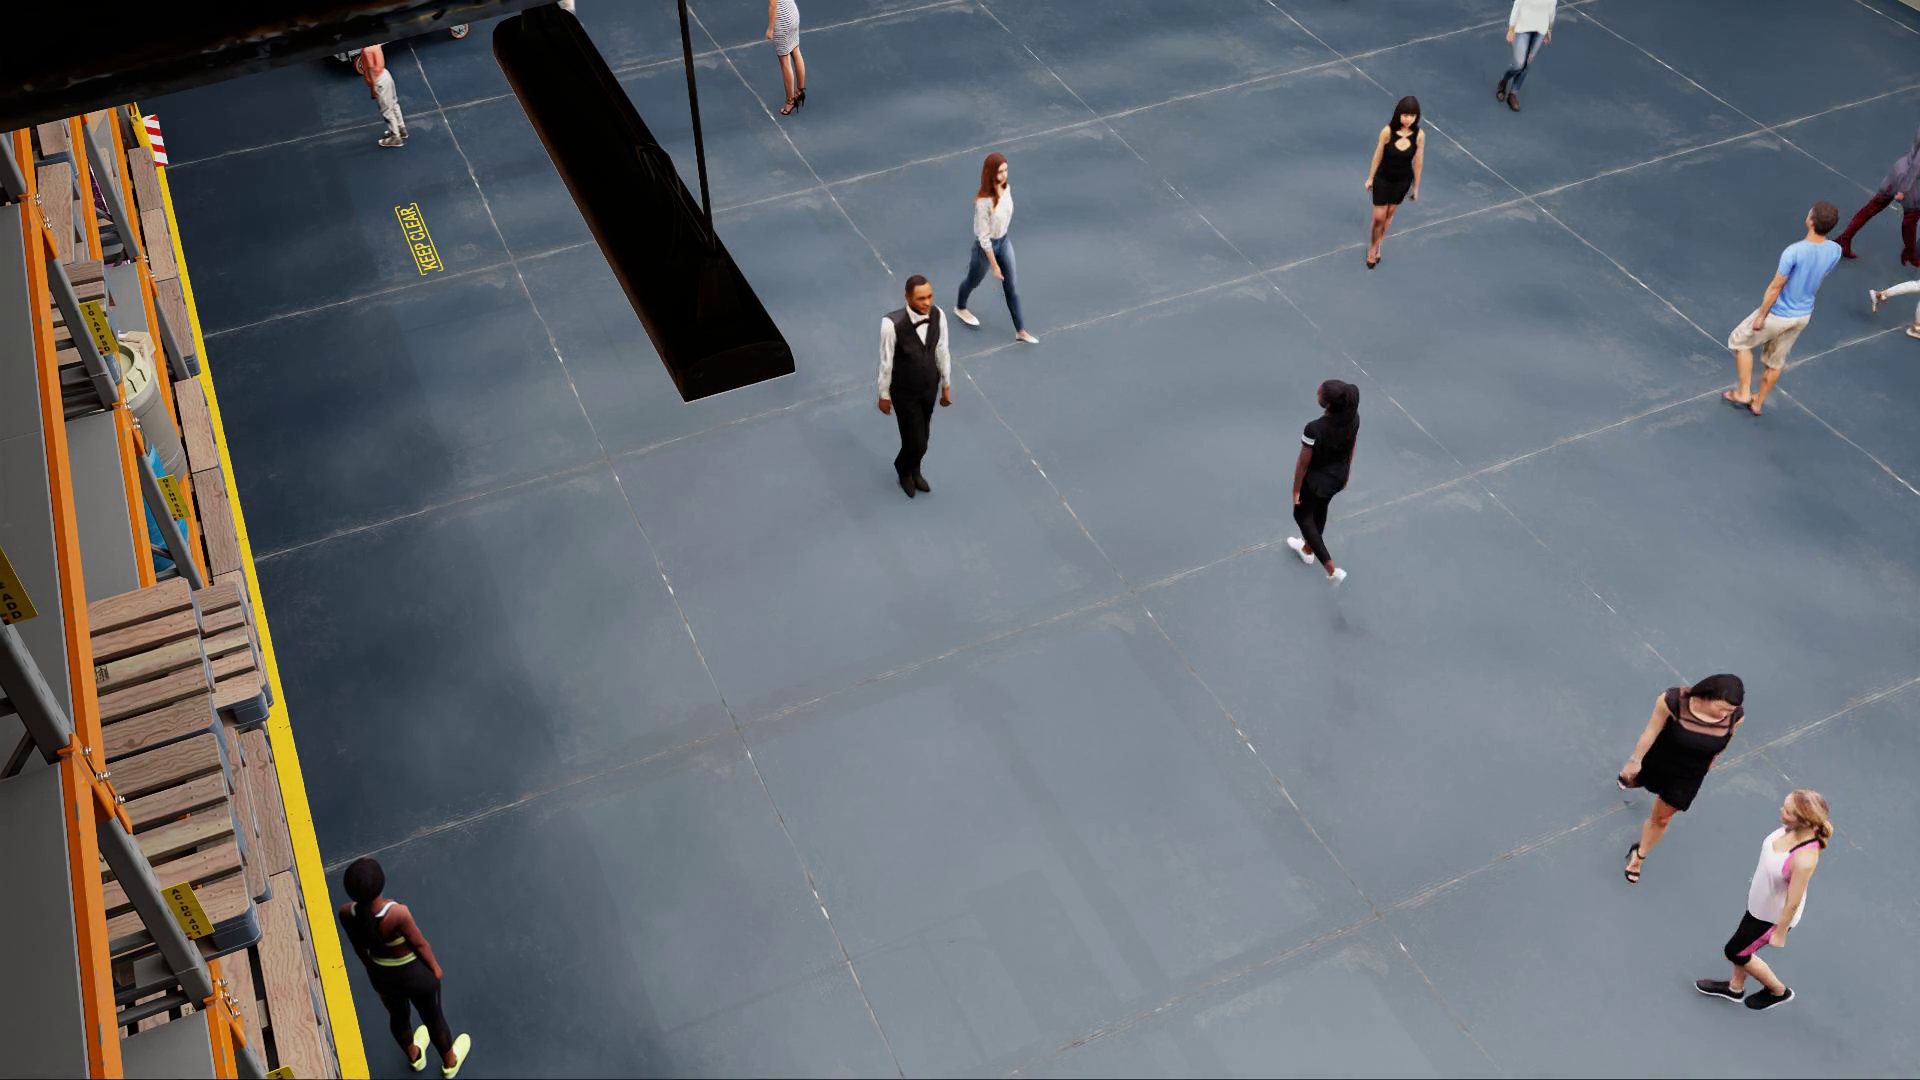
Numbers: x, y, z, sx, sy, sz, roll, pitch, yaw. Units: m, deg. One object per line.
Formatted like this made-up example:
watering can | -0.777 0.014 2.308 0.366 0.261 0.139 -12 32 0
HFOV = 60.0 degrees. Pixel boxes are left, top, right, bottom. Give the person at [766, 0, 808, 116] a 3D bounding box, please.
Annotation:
person | -1.702 -5.057 16.307 0.709 1.821 0.671 19 47 19

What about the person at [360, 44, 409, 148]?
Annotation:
person | -5.577 -4.425 16.015 0.605 1.310 0.516 0 44 0

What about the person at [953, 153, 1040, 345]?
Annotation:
person | 0.185 -2.409 13.624 0.856 1.687 1.180 -34 53 -31

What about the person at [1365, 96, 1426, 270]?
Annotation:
person | 3.742 -3.144 14.433 0.705 1.637 0.736 3 44 3

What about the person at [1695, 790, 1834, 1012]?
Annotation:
person | 4.458 2.000 8.939 0.915 1.766 0.856 10 44 10

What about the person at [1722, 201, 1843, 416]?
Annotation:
person | 6.378 -1.702 12.761 0.729 1.855 0.735 -7 44 -7

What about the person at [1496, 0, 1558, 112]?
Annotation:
person | 5.611 -5.078 16.462 0.640 1.639 0.679 -8 44 -8

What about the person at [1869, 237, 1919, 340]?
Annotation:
person | 8.004 -2.354 13.716 0.954 1.482 0.838 23 48 23

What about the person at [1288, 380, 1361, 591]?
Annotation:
person | 2.525 -0.362 11.449 0.618 1.724 0.951 -15 46 -16

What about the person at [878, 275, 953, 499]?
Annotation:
person | -0.388 -1.169 12.165 0.743 1.905 0.720 -24 49 -23

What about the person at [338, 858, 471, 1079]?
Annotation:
person | -2.918 2.265 8.670 0.640 1.753 0.664 4 44 5

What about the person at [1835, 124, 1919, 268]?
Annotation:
person | 8.081 -3.102 14.364 1.082 1.670 1.058 11 45 11

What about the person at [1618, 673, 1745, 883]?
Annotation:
person | 4.164 1.251 9.797 1.062 1.666 1.141 17 46 17
